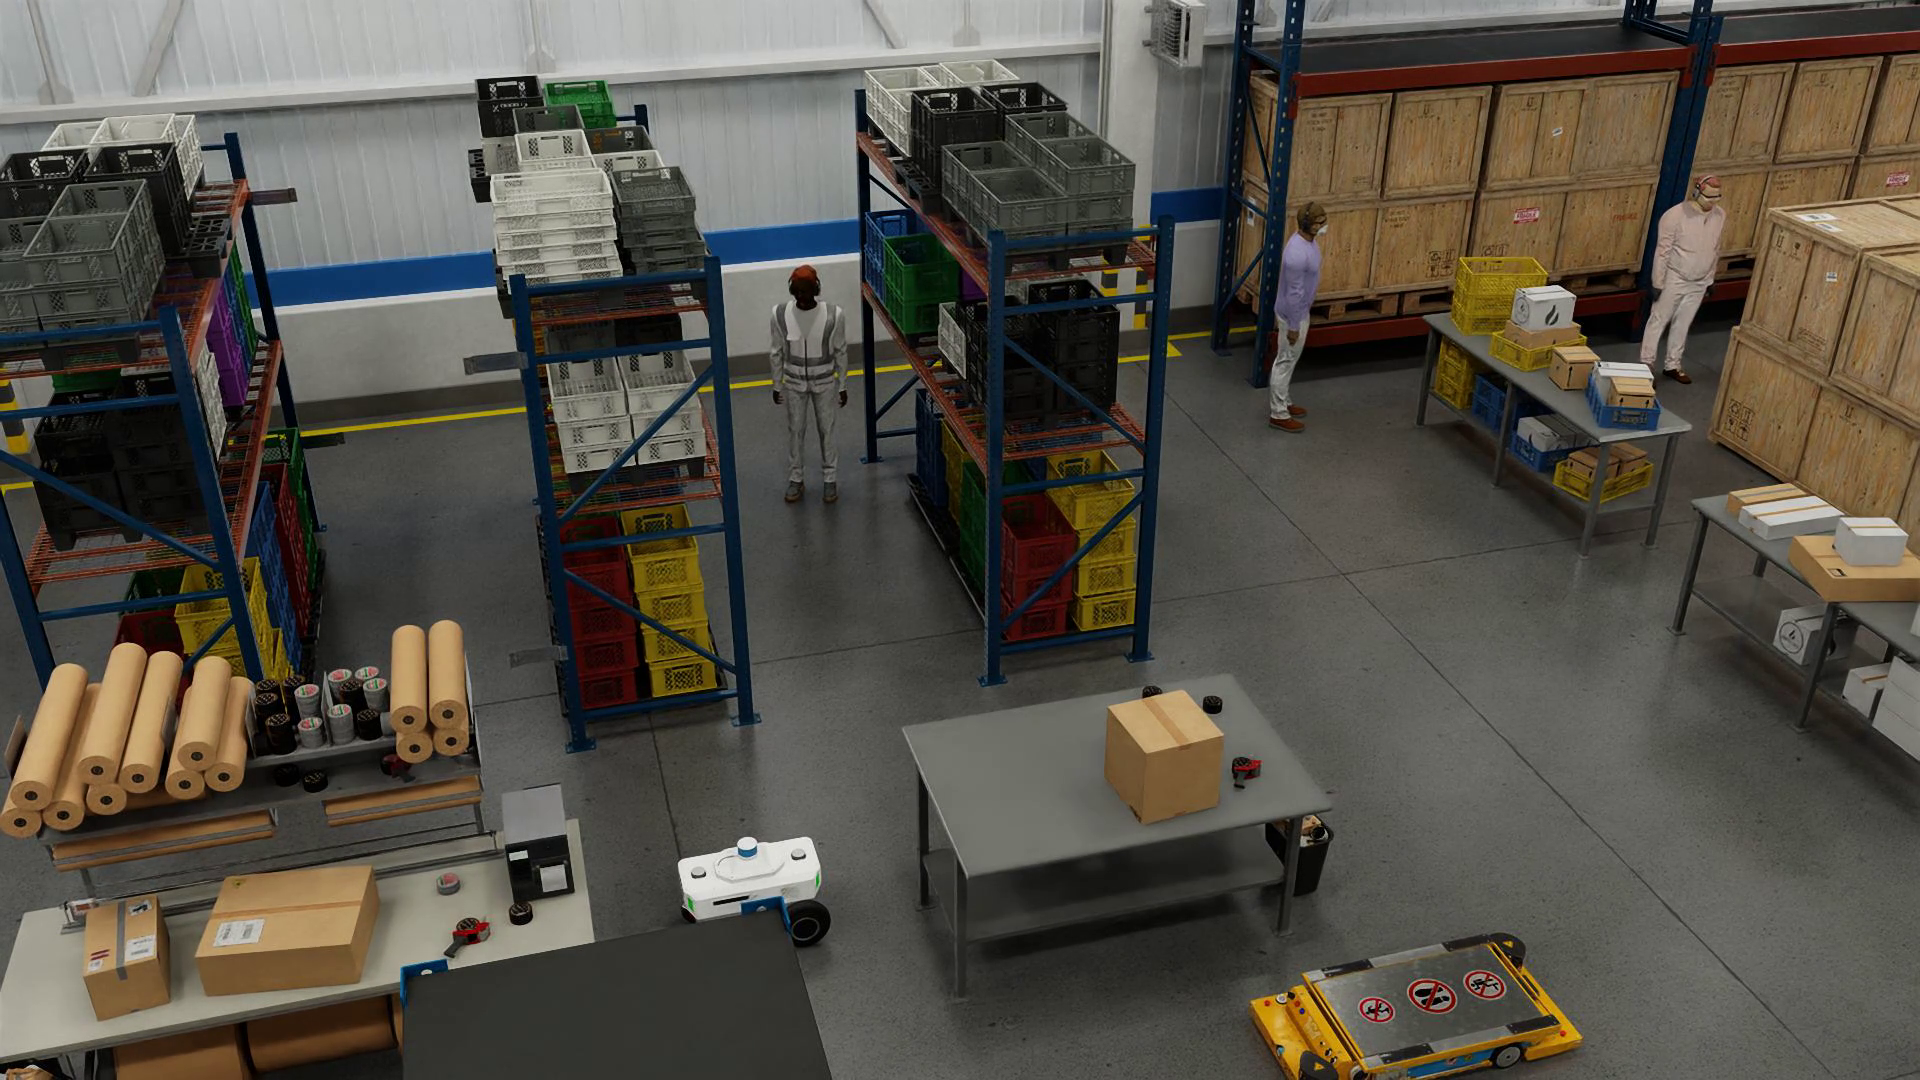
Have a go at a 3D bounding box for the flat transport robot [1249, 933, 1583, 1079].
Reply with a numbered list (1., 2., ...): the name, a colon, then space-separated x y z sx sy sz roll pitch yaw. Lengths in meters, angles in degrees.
1. flat transport robot: 2.184 2.282 7.980 1.431 0.197 0.652 -8 30 -14

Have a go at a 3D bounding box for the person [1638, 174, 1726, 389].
1. person: 6.355 -2.267 14.577 0.639 1.904 0.407 -8 30 -14

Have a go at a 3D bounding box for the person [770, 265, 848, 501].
1. person: -1.141 -1.181 12.618 0.586 1.883 0.341 1 29 3

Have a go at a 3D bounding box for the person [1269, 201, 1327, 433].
1. person: 2.798 -1.867 13.812 0.378 1.940 0.629 9 30 15

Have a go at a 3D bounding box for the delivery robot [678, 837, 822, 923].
1. delivery robot: -1.084 1.750 8.563 0.707 0.478 0.477 -8 30 -14
